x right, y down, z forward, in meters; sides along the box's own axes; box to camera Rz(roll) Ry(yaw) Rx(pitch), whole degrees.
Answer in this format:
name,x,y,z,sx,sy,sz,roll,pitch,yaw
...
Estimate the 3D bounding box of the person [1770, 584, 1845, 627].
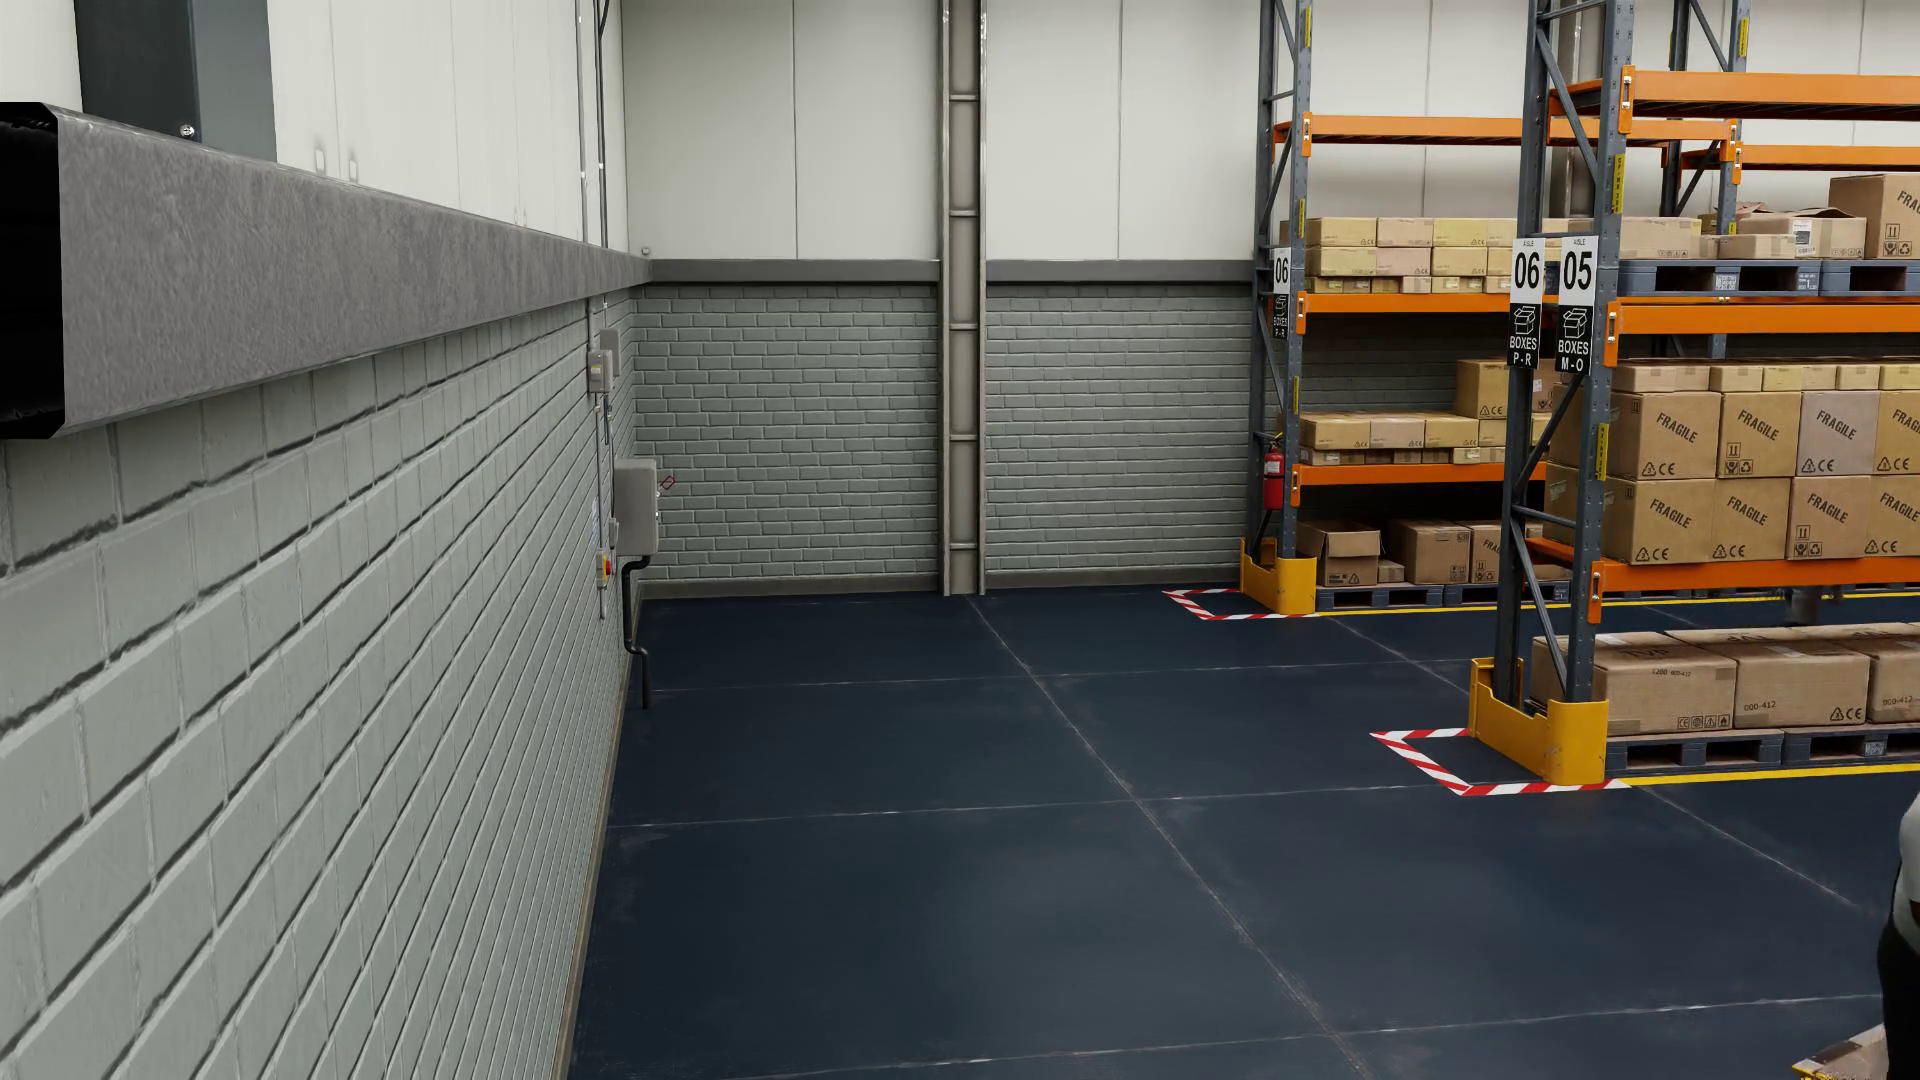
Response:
name,x,y,z,sx,sy,sz,roll,pitch,yaw
person,6.050,0.301,11.729,0.659,1.673,0.558,-2,9,-9
